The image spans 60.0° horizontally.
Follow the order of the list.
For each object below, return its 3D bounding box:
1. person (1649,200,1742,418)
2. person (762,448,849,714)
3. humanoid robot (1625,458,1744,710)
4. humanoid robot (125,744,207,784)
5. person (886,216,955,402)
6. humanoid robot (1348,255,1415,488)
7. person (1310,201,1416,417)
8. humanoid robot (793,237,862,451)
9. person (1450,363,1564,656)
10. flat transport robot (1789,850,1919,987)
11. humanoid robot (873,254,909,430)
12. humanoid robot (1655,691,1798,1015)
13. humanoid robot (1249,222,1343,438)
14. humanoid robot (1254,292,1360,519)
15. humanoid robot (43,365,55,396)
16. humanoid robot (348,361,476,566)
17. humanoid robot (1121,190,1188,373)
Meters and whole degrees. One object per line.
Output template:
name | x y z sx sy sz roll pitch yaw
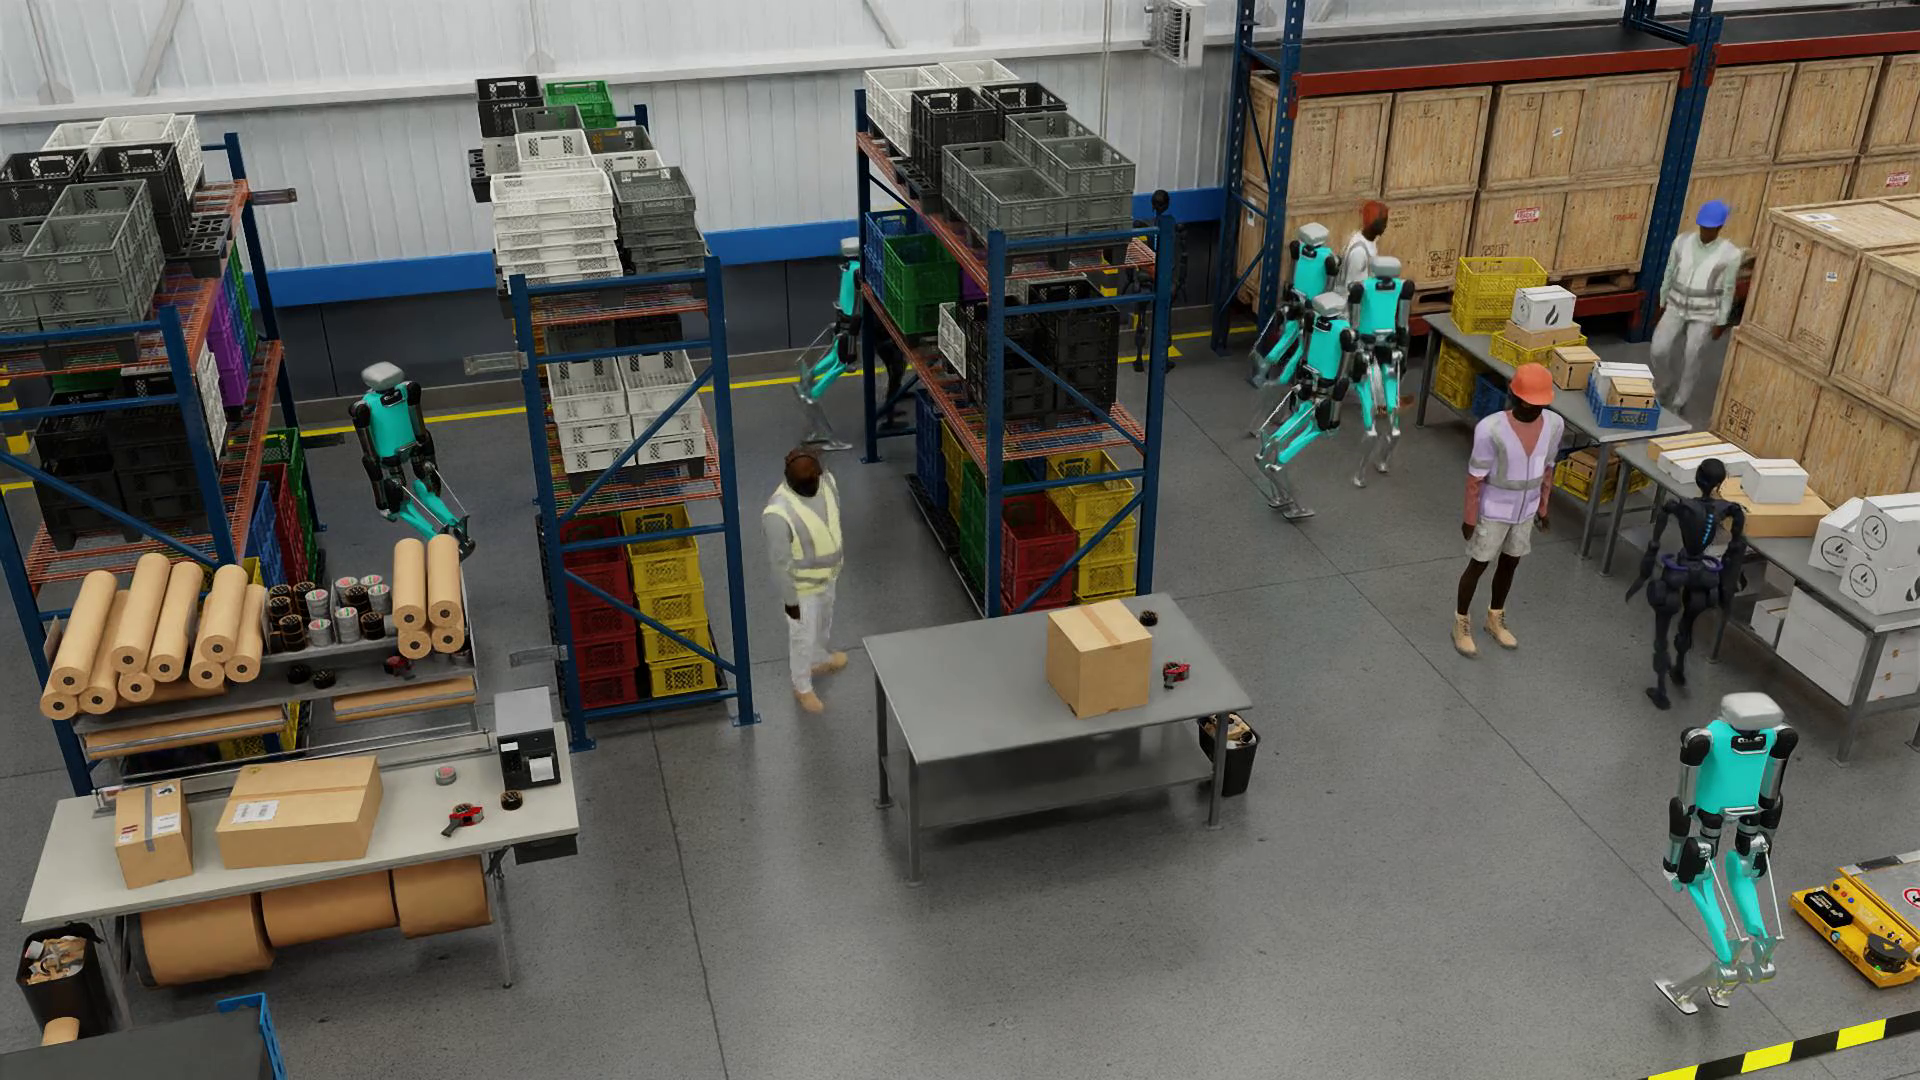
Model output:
person | 6.103 -1.897 13.882 0.622 1.931 0.456 25 38 38
person | -0.894 0.203 10.206 0.447 1.808 0.768 14 32 23
humanoid robot | 4.450 0.237 10.275 0.604 1.651 0.522 1 29 1
humanoid robot | -4.068 1.125 8.673 0.636 1.635 0.584 1 29 1
person | -0.301 -2.010 14.218 0.743 1.796 0.623 -7 29 -12
humanoid robot | 3.305 -1.247 12.909 0.538 1.786 0.827 -5 29 -9
person | 3.489 -1.958 14.083 0.897 1.841 0.582 7 30 13
humanoid robot | -1.111 -1.565 13.462 0.852 1.737 0.563 -7 29 -12
person | 3.525 -0.188 10.665 0.613 2.040 0.389 -7 30 -13
flat transport robot | 5.163 1.916 8.676 1.431 0.231 0.659 -8 30 -14
humanoid robot | -0.568 -1.714 13.808 0.361 1.644 0.616 -7 30 -13
humanoid robot | 3.596 1.550 7.683 0.533 1.673 0.735 -3 29 -6
humanoid robot | 2.659 -1.652 13.753 0.788 1.892 0.545 -17 33 -28
humanoid robot | 2.483 -0.964 12.286 0.741 1.695 0.531 -13 32 -23
humanoid robot | -6.402 -0.924 12.409 0.588 1.641 0.501 -22 36 -34
humanoid robot | -3.573 -0.338 11.107 0.735 1.681 0.533 18 33 29
humanoid robot | 1.744 -2.321 14.907 0.599 1.657 0.315 7 29 12
